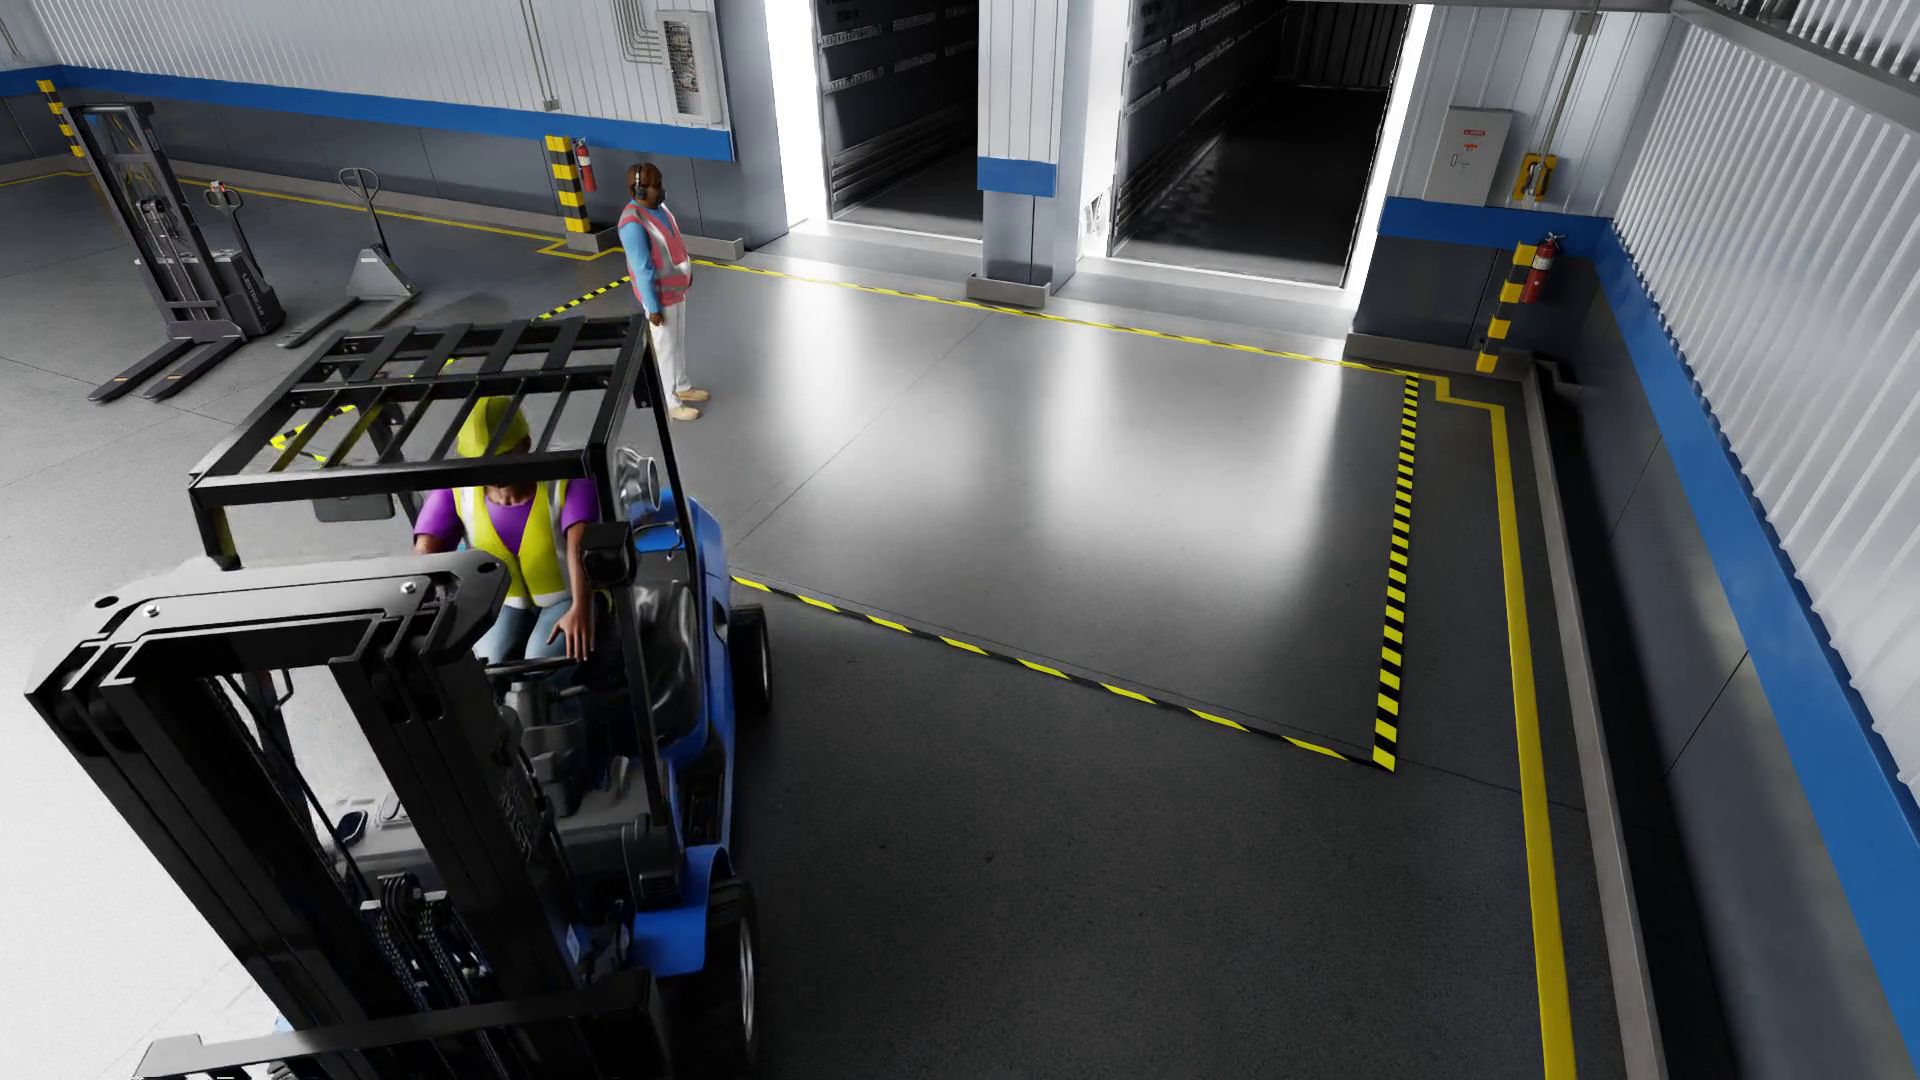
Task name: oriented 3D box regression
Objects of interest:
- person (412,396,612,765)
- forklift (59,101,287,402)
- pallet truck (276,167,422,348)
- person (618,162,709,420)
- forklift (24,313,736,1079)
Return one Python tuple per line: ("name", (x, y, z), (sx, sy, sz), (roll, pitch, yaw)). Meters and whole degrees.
("person", (-1.472, 0.272, 2.994), (0.635, 1.294, 1.004), (-5, 35, -7))
("forklift", (-6.686, -2.387, 7.434), (0.823, 1.965, 1.885), (-3, 35, -5))
("pallet truck", (-5.732, -2.611, 8.414), (0.680, 1.201, 1.601), (-1, 35, -1))
("person", (-2.162, -1.802, 6.732), (0.429, 1.841, 0.633), (1, 35, 1))
("forklift", (-1.474, 0.391, 3.150), (1.157, 2.036, 2.680), (-5, 35, -7))
